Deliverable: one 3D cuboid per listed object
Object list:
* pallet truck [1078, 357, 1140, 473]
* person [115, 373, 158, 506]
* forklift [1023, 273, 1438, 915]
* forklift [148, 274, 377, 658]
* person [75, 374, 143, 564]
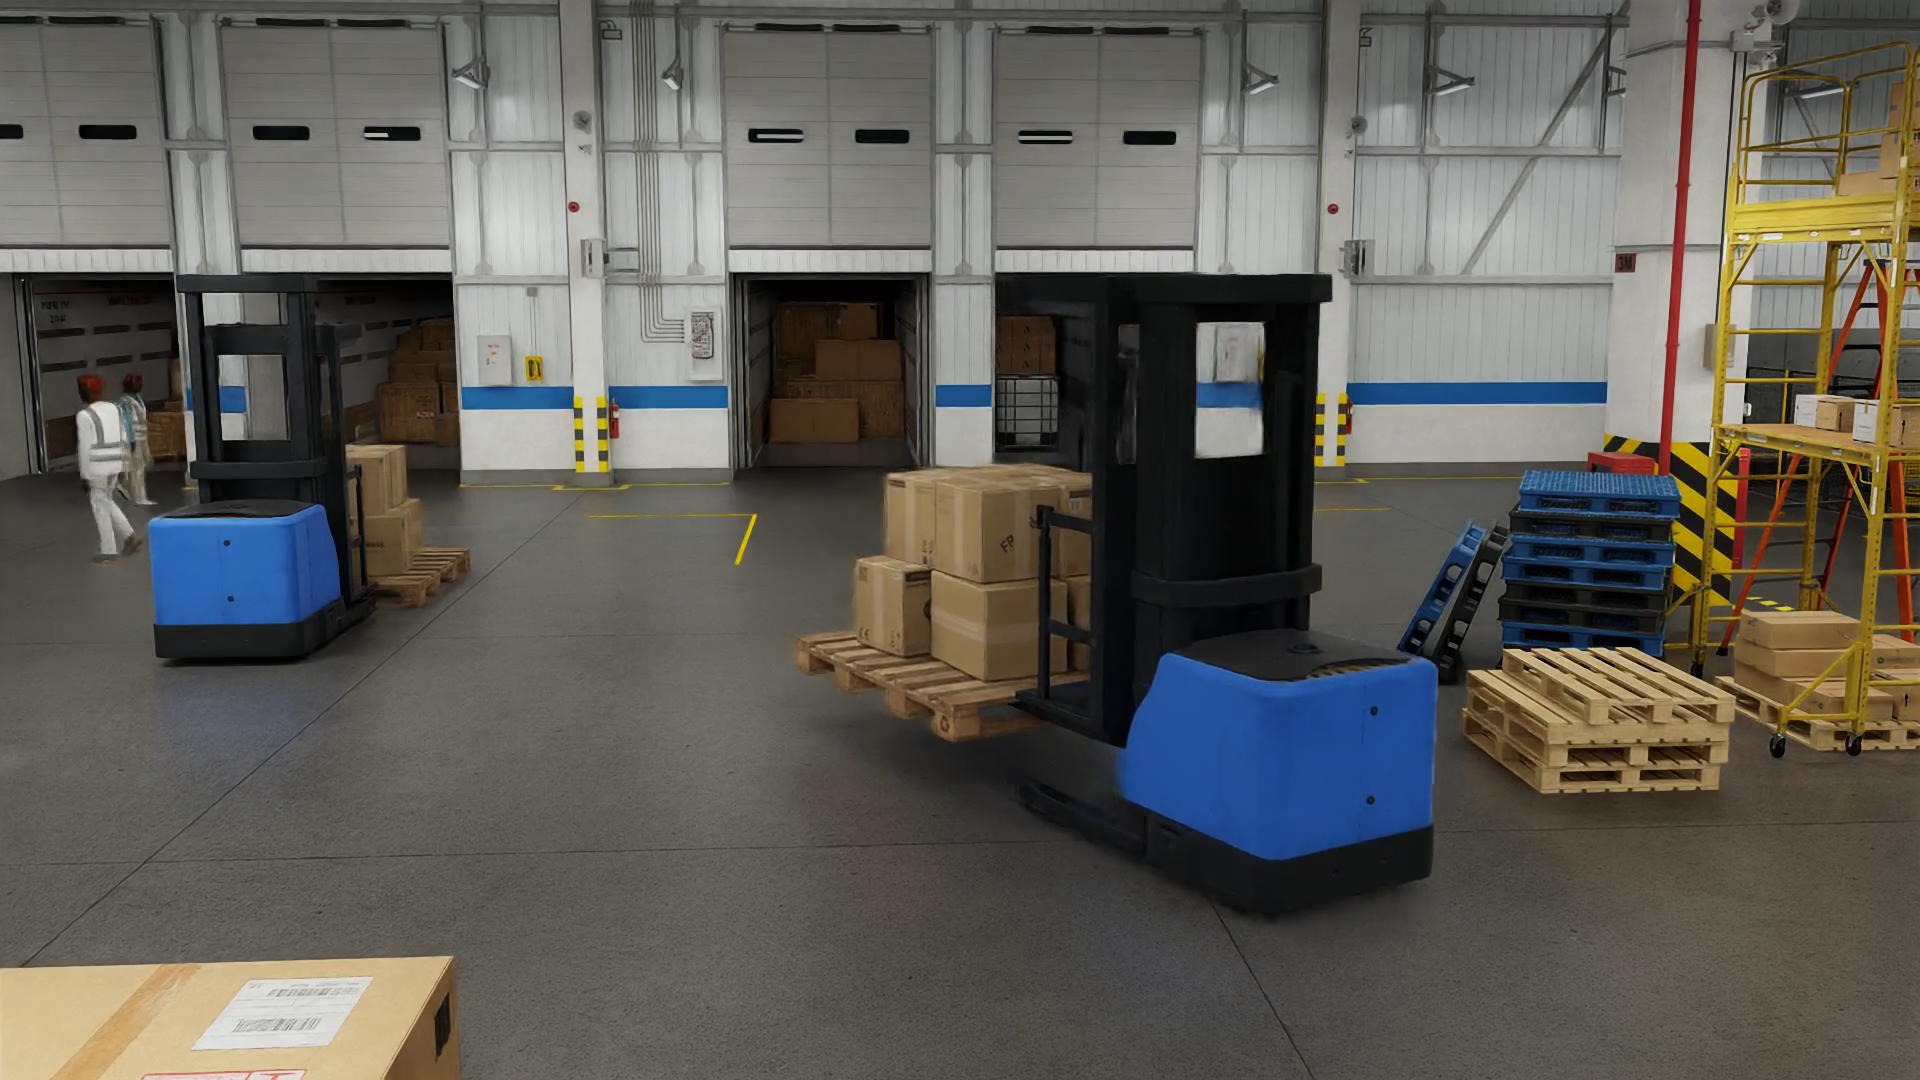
[{"bbox_3d":[2.088,-0.836,16.757,1.885,1.965,0.823,2,9,13],"label":"pallet truck"},{"bbox_3d":[-10.090,-1.217,20.293,0.415,1.625,0.535,-2,9,-10],"label":"person"},{"bbox_3d":[1.288,0.126,7.958,1.129,2.768,1.873,-5,11,-30],"label":"forklift"},{"bbox_3d":[-5.348,-0.627,12.681,1.129,2.768,1.873,-1,9,-4],"label":"forklift"},{"bbox_3d":[-8.360,-0.687,16.212,0.449,1.870,0.597,2,9,11],"label":"person"}]
